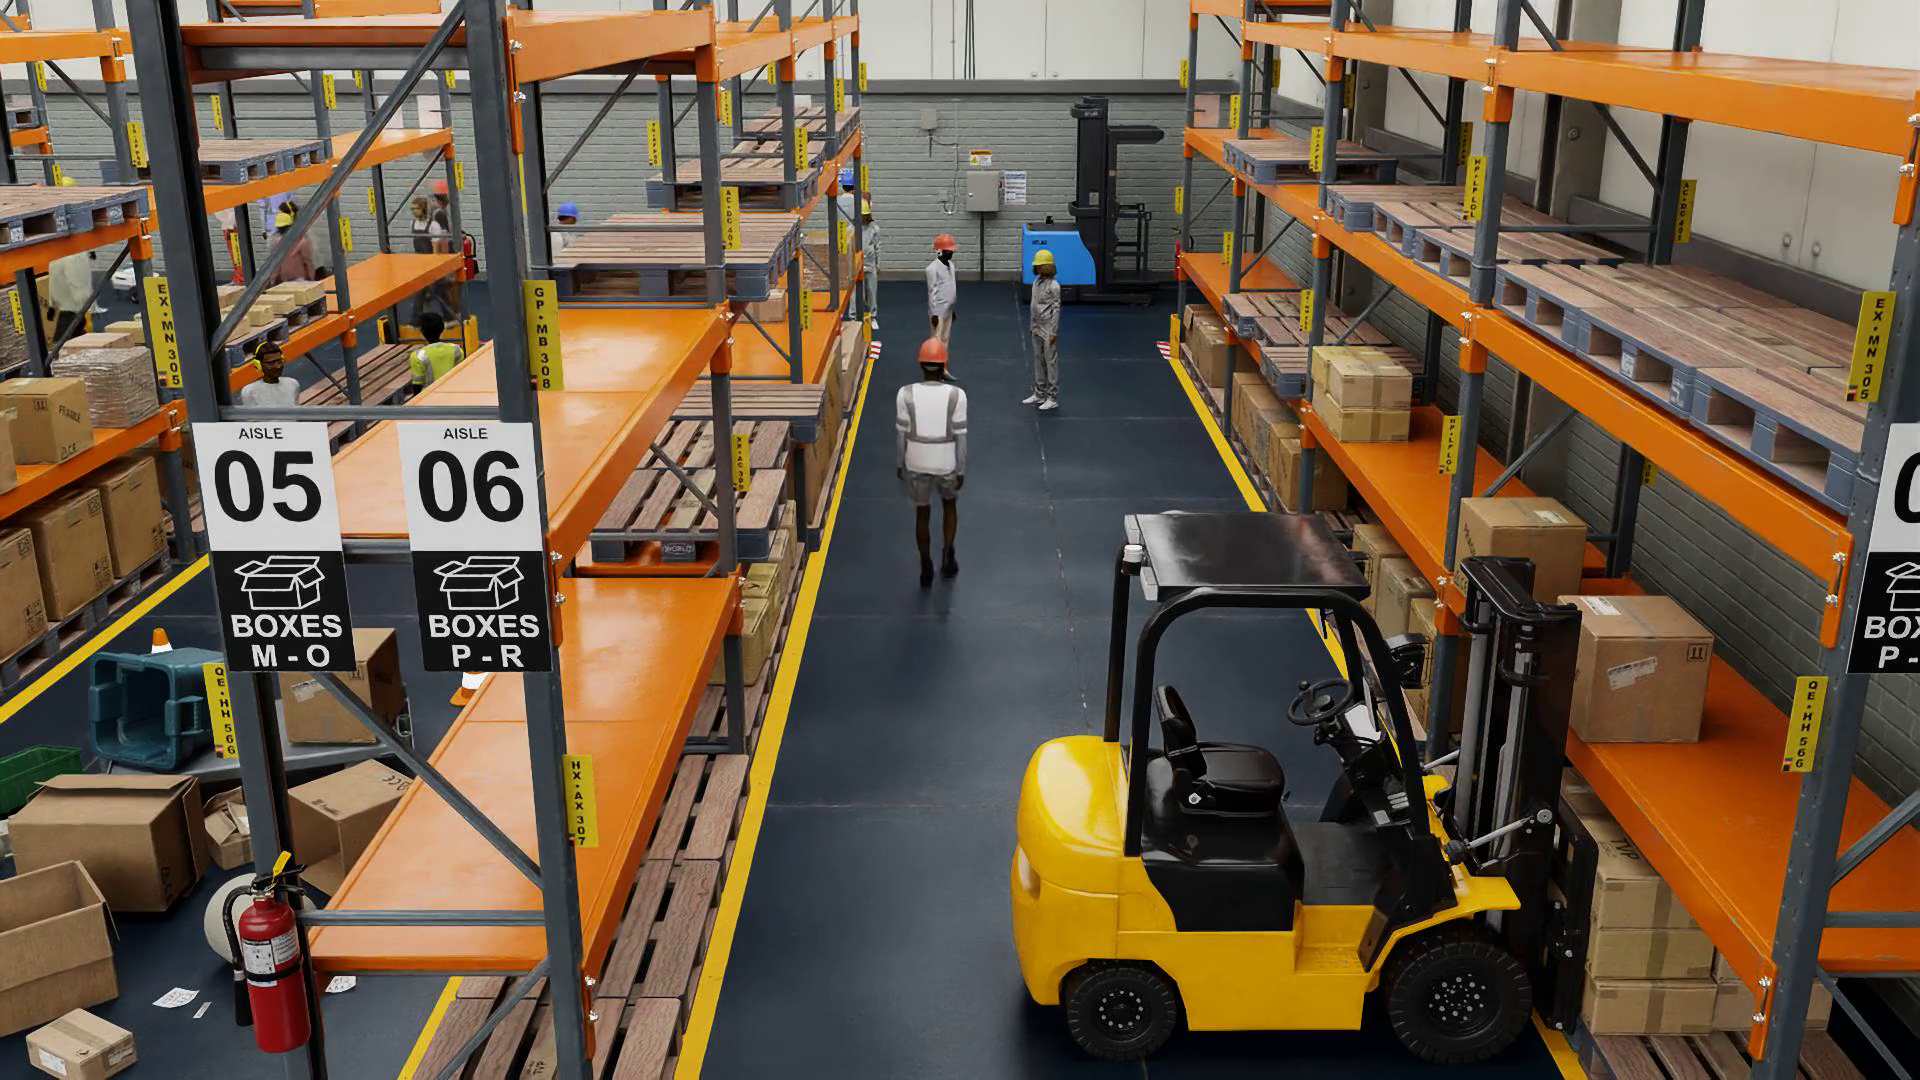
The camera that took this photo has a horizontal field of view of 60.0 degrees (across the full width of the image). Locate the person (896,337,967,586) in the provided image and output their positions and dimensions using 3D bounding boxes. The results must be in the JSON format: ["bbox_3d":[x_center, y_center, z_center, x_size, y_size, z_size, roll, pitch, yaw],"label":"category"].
[{"bbox_3d":[-0.221,-0.620,12.877,0.558,1.918,0.629,0,18,1],"label":"person"}]

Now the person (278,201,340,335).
[{"bbox_3d":[-8.652,-3.575,21.958,0.827,1.813,0.531,-7,20,-21],"label":"person"}]

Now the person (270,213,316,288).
[{"bbox_3d":[-8.628,-3.356,21.463,0.555,1.715,0.908,4,19,11],"label":"person"}]

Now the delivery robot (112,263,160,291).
[{"bbox_3d":[-12.219,-3.863,24.669,0.707,0.478,0.477,9,20,25],"label":"delivery robot"}]

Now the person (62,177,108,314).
[{"bbox_3d":[-12.532,-4.164,23.573,0.584,1.929,0.371,4,19,11],"label":"person"}]

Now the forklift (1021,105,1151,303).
[{"bbox_3d":[1.857,-4.944,24.441,1.873,2.768,1.129,0,18,0],"label":"forklift"}]

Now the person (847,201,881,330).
[{"bbox_3d":[-1.300,-3.700,22.477,0.486,1.736,0.320,-3,19,-9],"label":"person"}]

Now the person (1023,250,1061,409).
[{"bbox_3d":[0.907,-2.314,18.274,0.300,1.742,0.490,-11,21,-29],"label":"person"}]

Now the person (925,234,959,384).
[{"bbox_3d":[-0.191,-2.680,19.360,0.331,1.753,0.561,8,20,24],"label":"person"}]

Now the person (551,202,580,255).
[{"bbox_3d":[-4.913,-3.253,20.819,0.435,1.934,0.622,1,18,4],"label":"person"}]

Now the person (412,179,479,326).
[{"bbox_3d":[-7.040,-3.869,22.538,0.756,2.020,0.622,-6,19,-19],"label":"person"}]

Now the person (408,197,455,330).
[{"bbox_3d":[-7.171,-3.672,22.270,0.512,1.808,0.836,8,20,23],"label":"person"}]

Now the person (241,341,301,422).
[{"bbox_3d":[-5.292,-0.630,12.980,0.328,1.872,0.510,11,21,29],"label":"person"}]

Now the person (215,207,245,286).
[{"bbox_3d":[-11.180,-4.798,25.401,0.391,1.986,0.609,-10,21,-27],"label":"person"}]

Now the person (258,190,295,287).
[{"bbox_3d":[-10.494,-4.833,25.598,0.546,1.928,0.382,-15,24,-38],"label":"person"}]

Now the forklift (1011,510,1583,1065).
[{"bbox_3d":[1.387,1.055,7.378,2.313,2.155,1.214,0,18,0],"label":"forklift"}]

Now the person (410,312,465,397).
[{"bbox_3d":[-4.695,-1.219,15.046,0.317,1.692,0.533,17,25,41],"label":"person"}]

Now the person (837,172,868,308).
[{"bbox_3d":[-1.591,-4.298,23.950,0.615,1.945,0.404,1,18,2],"label":"person"}]
